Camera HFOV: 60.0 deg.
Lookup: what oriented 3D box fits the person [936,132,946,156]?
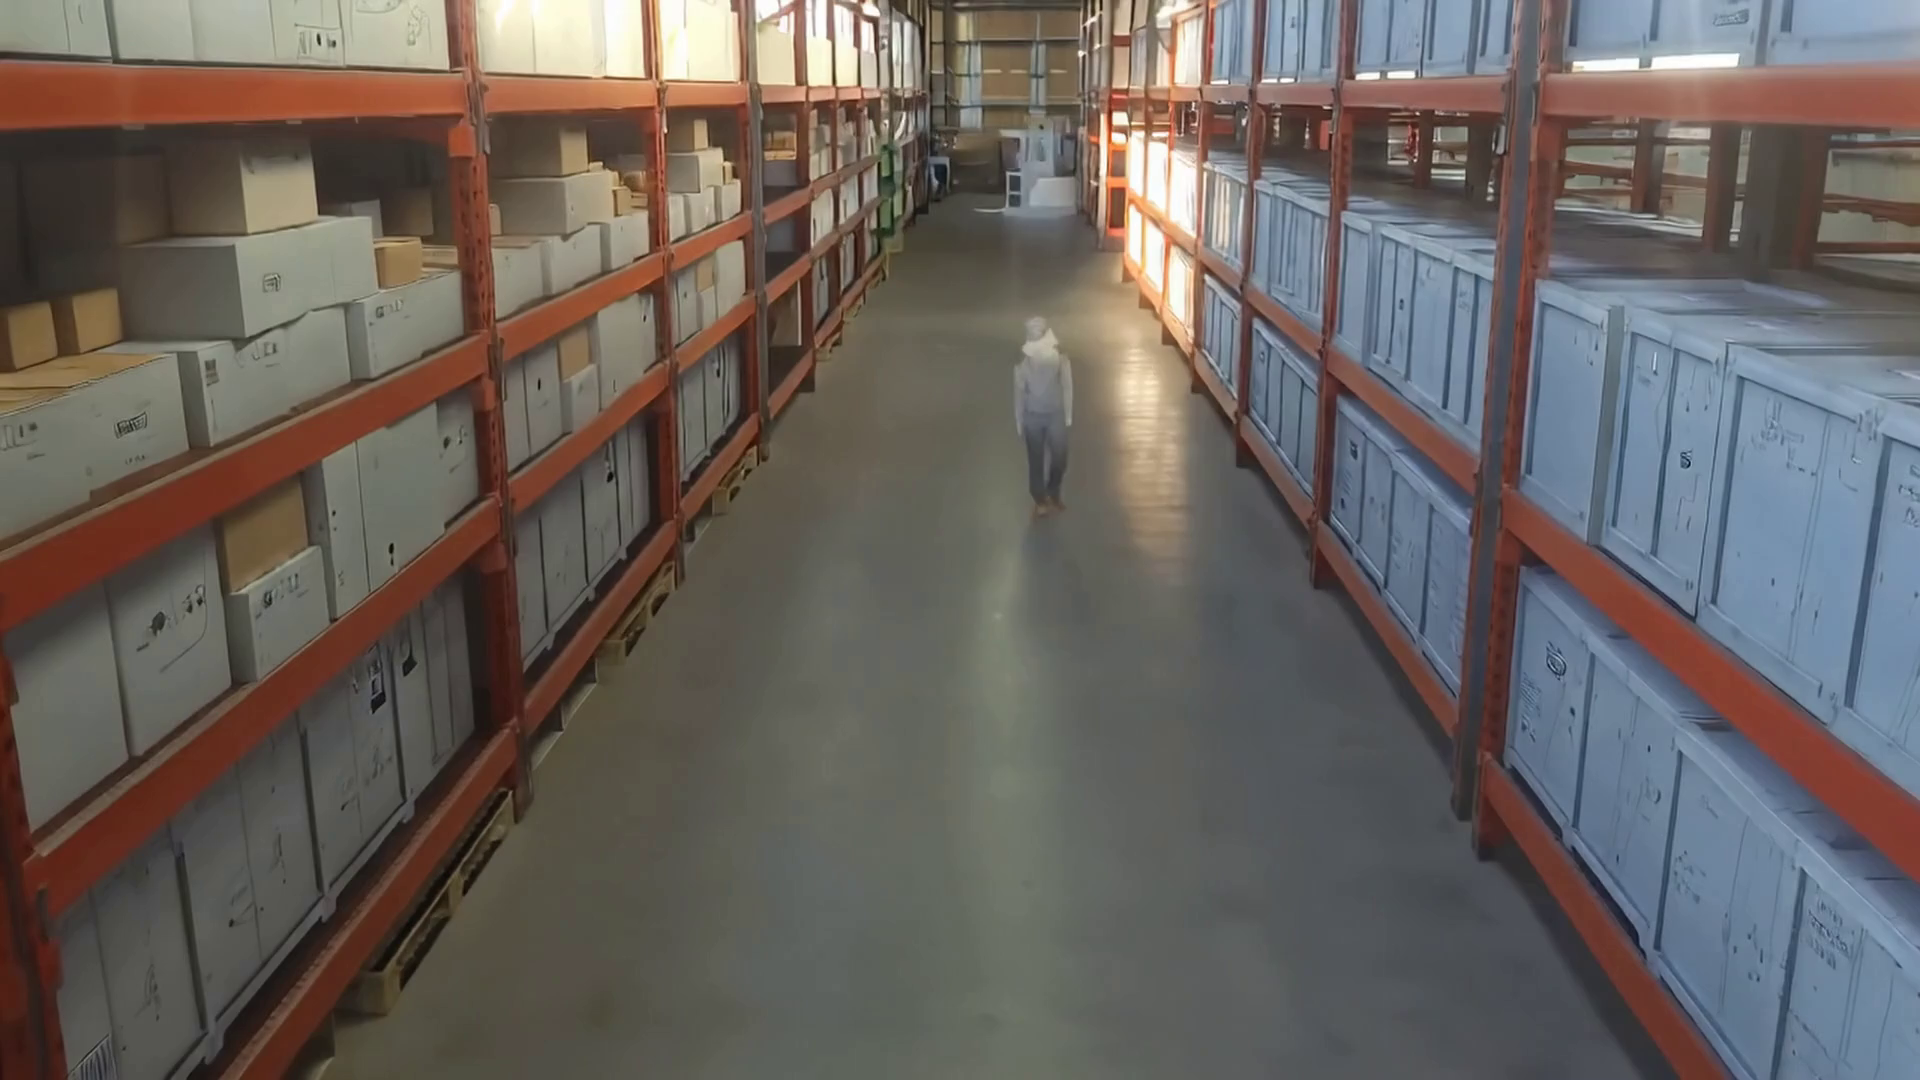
[{"bbox_3d":[-0.820,-15.974,69.091,0.699,1.897,0.623,-8,17,-29],"label":"person"}]

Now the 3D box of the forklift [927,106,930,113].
[{"bbox_3d":[-2.001,-20.667,84.687,1.129,2.768,1.873,0,15,2],"label":"forklift"}]

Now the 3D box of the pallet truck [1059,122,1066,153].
[{"bbox_3d":[5.788,-21.111,88.014,1.885,1.965,0.823,5,16,18],"label":"pallet truck"}]

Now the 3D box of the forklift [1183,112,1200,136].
[{"bbox_3d":[8.097,-13.747,58.938,1.129,2.768,1.873,0,15,1],"label":"forklift"}]

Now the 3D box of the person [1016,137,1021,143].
[{"bbox_3d":[2.798,-18.380,78.500,0.868,1.657,0.532,0,15,0],"label":"person"}]

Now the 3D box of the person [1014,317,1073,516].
[{"bbox_3d":[0.697,-1.016,13.791,0.516,1.702,0.495,-3,15,-9],"label":"person"}]

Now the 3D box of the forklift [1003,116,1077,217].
[{"bbox_3d":[2.346,-10.731,47.719,1.873,2.768,1.129,9,17,30],"label":"forklift"}]

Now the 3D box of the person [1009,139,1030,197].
[{"bbox_3d":[2.115,-12.671,56.706,0.937,1.961,0.614,-3,15,-10],"label":"person"}]
